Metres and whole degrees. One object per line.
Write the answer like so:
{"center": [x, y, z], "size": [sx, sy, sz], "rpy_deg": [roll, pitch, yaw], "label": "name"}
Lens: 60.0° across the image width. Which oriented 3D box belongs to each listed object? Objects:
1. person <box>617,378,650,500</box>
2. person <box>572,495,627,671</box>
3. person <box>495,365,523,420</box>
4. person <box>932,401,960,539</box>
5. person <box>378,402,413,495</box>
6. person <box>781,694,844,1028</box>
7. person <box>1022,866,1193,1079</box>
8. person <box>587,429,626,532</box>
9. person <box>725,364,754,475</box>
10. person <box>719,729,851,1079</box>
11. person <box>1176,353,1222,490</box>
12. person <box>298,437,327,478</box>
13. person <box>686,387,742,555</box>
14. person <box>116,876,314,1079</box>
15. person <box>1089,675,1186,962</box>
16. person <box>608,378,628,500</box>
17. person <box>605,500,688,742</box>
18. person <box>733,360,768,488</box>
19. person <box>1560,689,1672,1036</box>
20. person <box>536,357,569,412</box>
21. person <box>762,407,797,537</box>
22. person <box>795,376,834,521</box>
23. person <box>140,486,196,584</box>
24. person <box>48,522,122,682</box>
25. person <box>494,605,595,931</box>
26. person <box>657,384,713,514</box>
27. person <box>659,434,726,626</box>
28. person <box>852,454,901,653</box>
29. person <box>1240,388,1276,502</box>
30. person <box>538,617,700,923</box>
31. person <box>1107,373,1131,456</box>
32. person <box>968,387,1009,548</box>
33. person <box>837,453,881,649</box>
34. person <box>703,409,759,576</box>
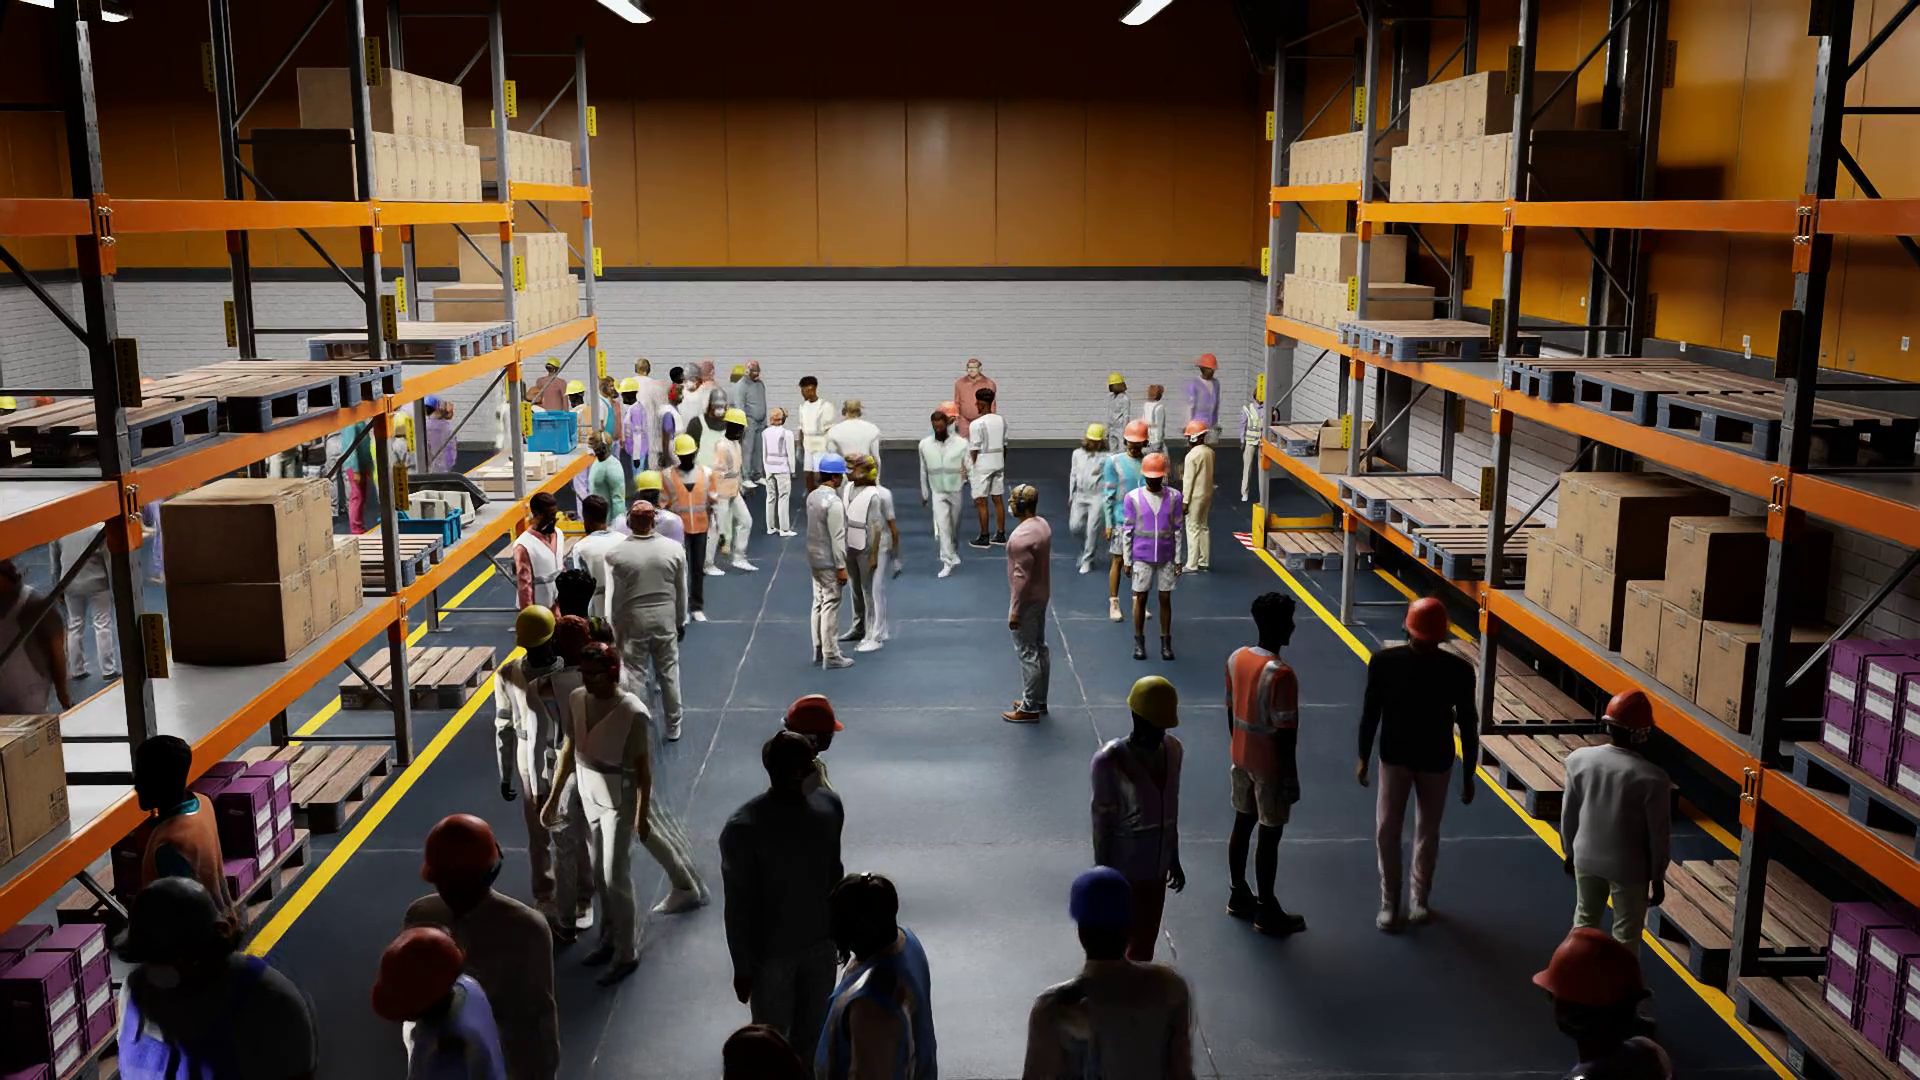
{"center": [-4.281, -1.179, 21.864], "size": [0.391, 1.918, 0.591], "rpy_deg": [-3, 12, -13], "label": "person"}
{"center": [-2.786, 0.592, 13.010], "size": [0.411, 1.906, 0.602], "rpy_deg": [7, 13, 30], "label": "person"}
{"center": [-7.240, -2.129, 26.735], "size": [0.351, 1.878, 0.568], "rpy_deg": [6, 13, 26], "label": "person"}
{"center": [-0.177, -0.874, 20.777], "size": [0.353, 1.739, 0.574], "rpy_deg": [-2, 11, -8], "label": "person"}
{"center": [-7.876, -1.477, 23.395], "size": [0.881, 1.884, 0.578], "rpy_deg": [9, 14, 37], "label": "person"}
{"center": [-0.733, 1.612, 8.269], "size": [0.333, 1.749, 0.575], "rpy_deg": [-5, 12, -23], "label": "person"}
{"center": [0.499, 2.073, 5.661], "size": [0.664, 1.907, 0.669], "rpy_deg": [-6, 13, -29], "label": "person"}
{"center": [-3.520, -0.149, 16.634], "size": [0.369, 1.938, 0.630], "rpy_deg": [-6, 13, -28], "label": "person"}
{"center": [-3.388, -1.874, 25.854], "size": [0.841, 1.709, 0.489], "rpy_deg": [10, 15, 41], "label": "person"}
{"center": [-0.726, 1.746, 7.132], "size": [0.362, 1.939, 0.636], "rpy_deg": [11, 16, 43], "label": "person"}
{"center": [3.538, -1.745, 24.460], "size": [0.607, 2.019, 0.600], "rpy_deg": [-8, 14, -36], "label": "person"}
{"center": [-8.379, -0.997, 21.517], "size": [0.322, 1.690, 0.534], "rpy_deg": [0, 11, 0], "label": "person"}
{"center": [-2.938, -0.865, 19.968], "size": [0.695, 2.000, 0.741], "rpy_deg": [-4, 12, -21], "label": "person"}
{"center": [-2.443, 2.031, 5.450], "size": [0.694, 2.000, 0.539], "rpy_deg": [1, 11, 7], "label": "person"}
{"center": [0.879, 1.575, 8.051], "size": [0.585, 1.916, 0.388], "rpy_deg": [-10, 15, -40], "label": "person"}
{"center": [-4.880, -1.396, 23.350], "size": [0.340, 1.760, 0.527], "rpy_deg": [3, 12, 17], "label": "person"}
{"center": [-2.409, 0.638, 12.771], "size": [0.638, 1.910, 0.407], "rpy_deg": [-5, 12, -24], "label": "person"}
{"center": [-3.065, -1.719, 24.635], "size": [0.402, 1.895, 0.649], "rpy_deg": [6, 13, 29], "label": "person"}
{"center": [3.273, 1.616, 8.322], "size": [0.410, 1.763, 0.576], "rpy_deg": [-9, 14, -37], "label": "person"}
{"center": [-6.503, -2.042, 26.602], "size": [0.533, 1.753, 0.342], "rpy_deg": [2, 11, 10], "label": "person"}
{"center": [-2.284, -0.853, 20.945], "size": [0.518, 1.635, 0.315], "rpy_deg": [9, 14, 37], "label": "person"}
{"center": [-1.894, -1.195, 21.946], "size": [0.693, 1.918, 0.435], "rpy_deg": [10, 15, 42], "label": "person"}
{"center": [-8.647, -0.471, 18.199], "size": [0.826, 1.952, 0.625], "rpy_deg": [4, 12, 21], "label": "person"}
{"center": [-7.604, 0.376, 14.495], "size": [0.569, 1.743, 0.349], "rpy_deg": [0, 11, -2], "label": "person"}
{"center": [-2.343, 1.291, 9.485], "size": [0.596, 1.912, 0.399], "rpy_deg": [0, 11, -1], "label": "person"}
{"center": [-3.745, -1.188, 22.209], "size": [0.993, 1.787, 0.569], "rpy_deg": [-1, 11, -6], "label": "person"}
{"center": [-2.648, -0.097, 16.459], "size": [0.618, 1.911, 0.562], "rpy_deg": [-4, 12, -21], "label": "person"}
{"center": [-0.808, 0.109, 15.567], "size": [0.409, 1.866, 0.565], "rpy_deg": [-9, 15, -39], "label": "person"}
{"center": [4.194, -1.354, 23.432], "size": [0.513, 1.640, 0.309], "rpy_deg": [0, 11, 0], "label": "person"}
{"center": [-1.997, 1.322, 9.586], "size": [1.004, 1.819, 0.503], "rpy_deg": [-6, 13, -28], "label": "person"}
{"center": [2.294, -1.581, 24.342], "size": [0.325, 1.732, 0.491], "rpy_deg": [-6, 13, -30], "label": "person"}
{"center": [0.333, -0.881, 20.276], "size": [0.611, 1.958, 0.368], "rpy_deg": [-10, 15, -42], "label": "person"}
{"center": [-0.920, 0.090, 15.667], "size": [0.376, 1.844, 0.573], "rpy_deg": [-8, 14, -33], "label": "person"}
{"center": [-2.584, -0.531, 18.692], "size": [0.716, 1.878, 0.628], "rpy_deg": [2, 11, 10], "label": "person"}
